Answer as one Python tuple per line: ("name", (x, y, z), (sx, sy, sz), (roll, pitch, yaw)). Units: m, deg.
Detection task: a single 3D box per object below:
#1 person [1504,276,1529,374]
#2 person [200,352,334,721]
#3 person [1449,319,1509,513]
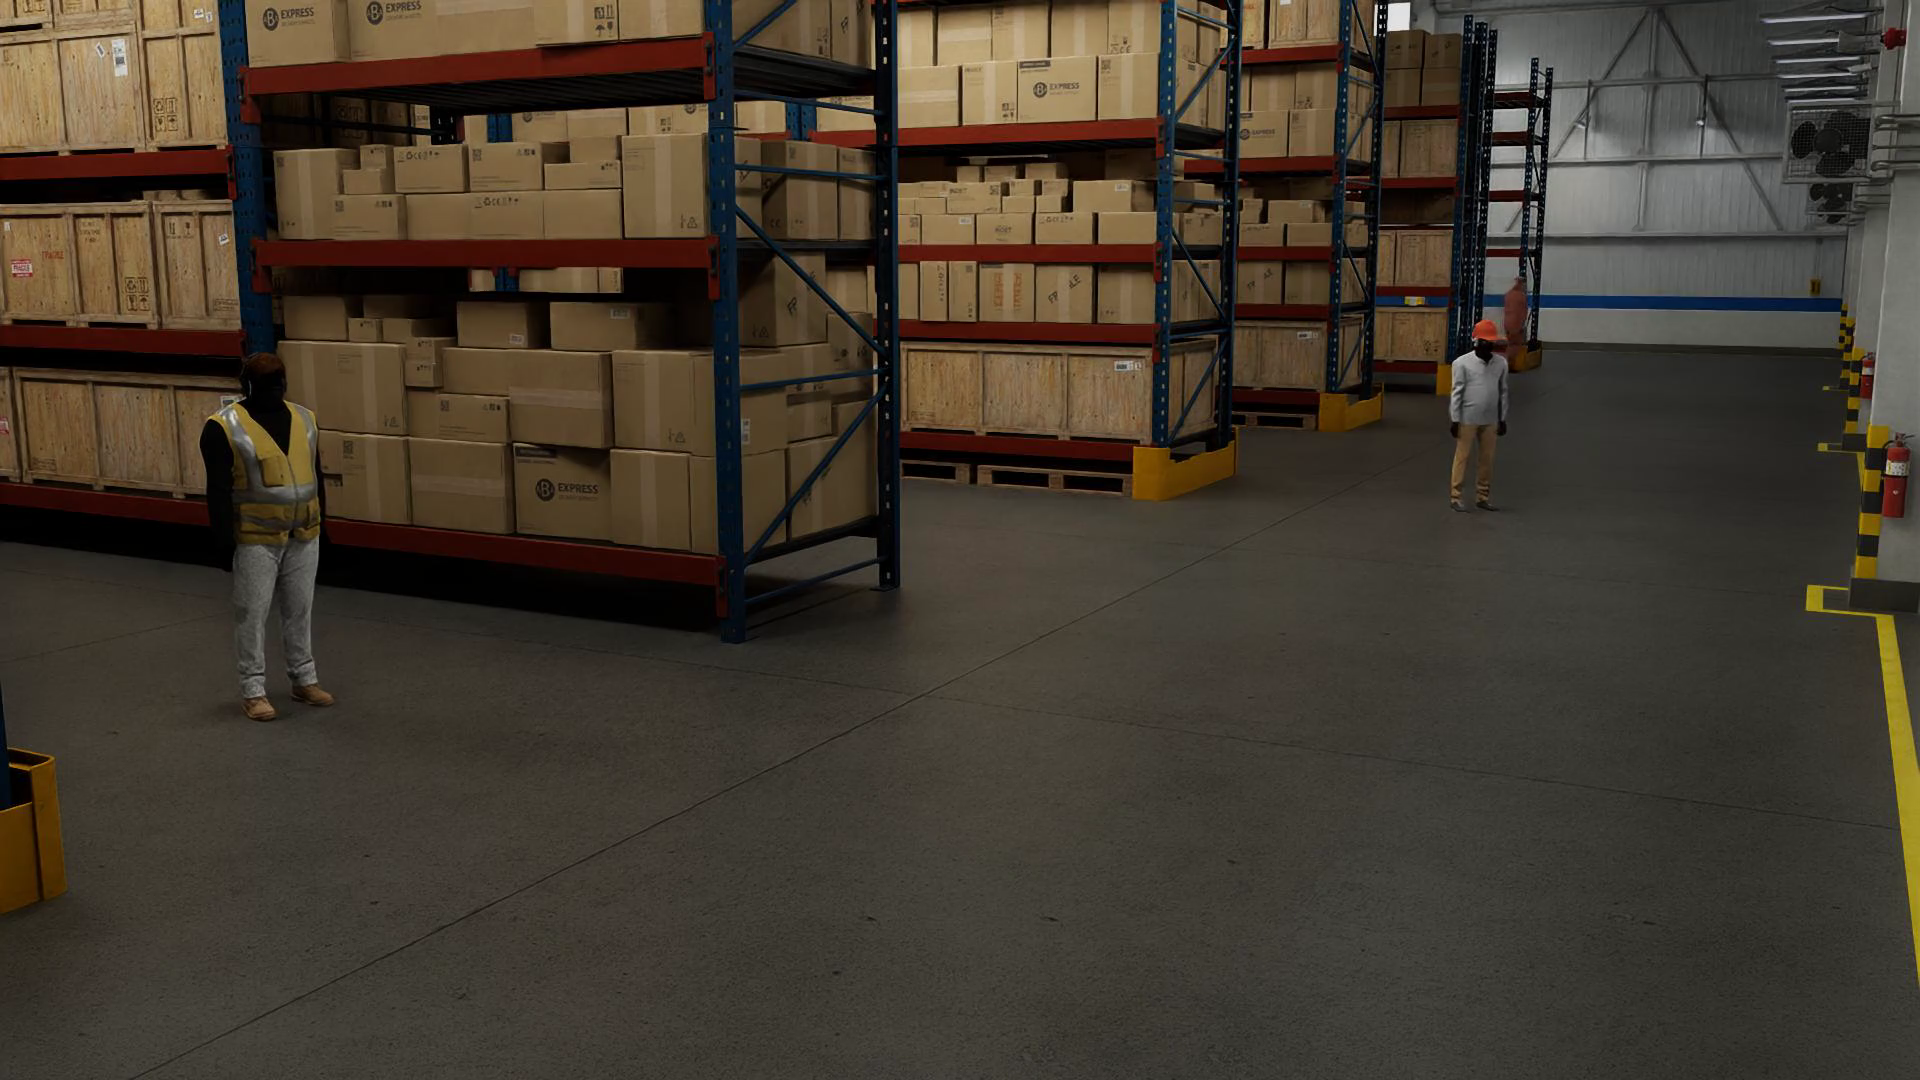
("person", (10.753, -4.146, 32.135), (0.402, 1.881, 0.656), (-3, 10, -18))
("person", (-3.461, -0.026, 8.404), (0.429, 1.842, 0.636), (7, 12, 35))
("person", (4.683, -1.110, 14.963), (0.581, 1.742, 0.360), (-3, 10, -15))
